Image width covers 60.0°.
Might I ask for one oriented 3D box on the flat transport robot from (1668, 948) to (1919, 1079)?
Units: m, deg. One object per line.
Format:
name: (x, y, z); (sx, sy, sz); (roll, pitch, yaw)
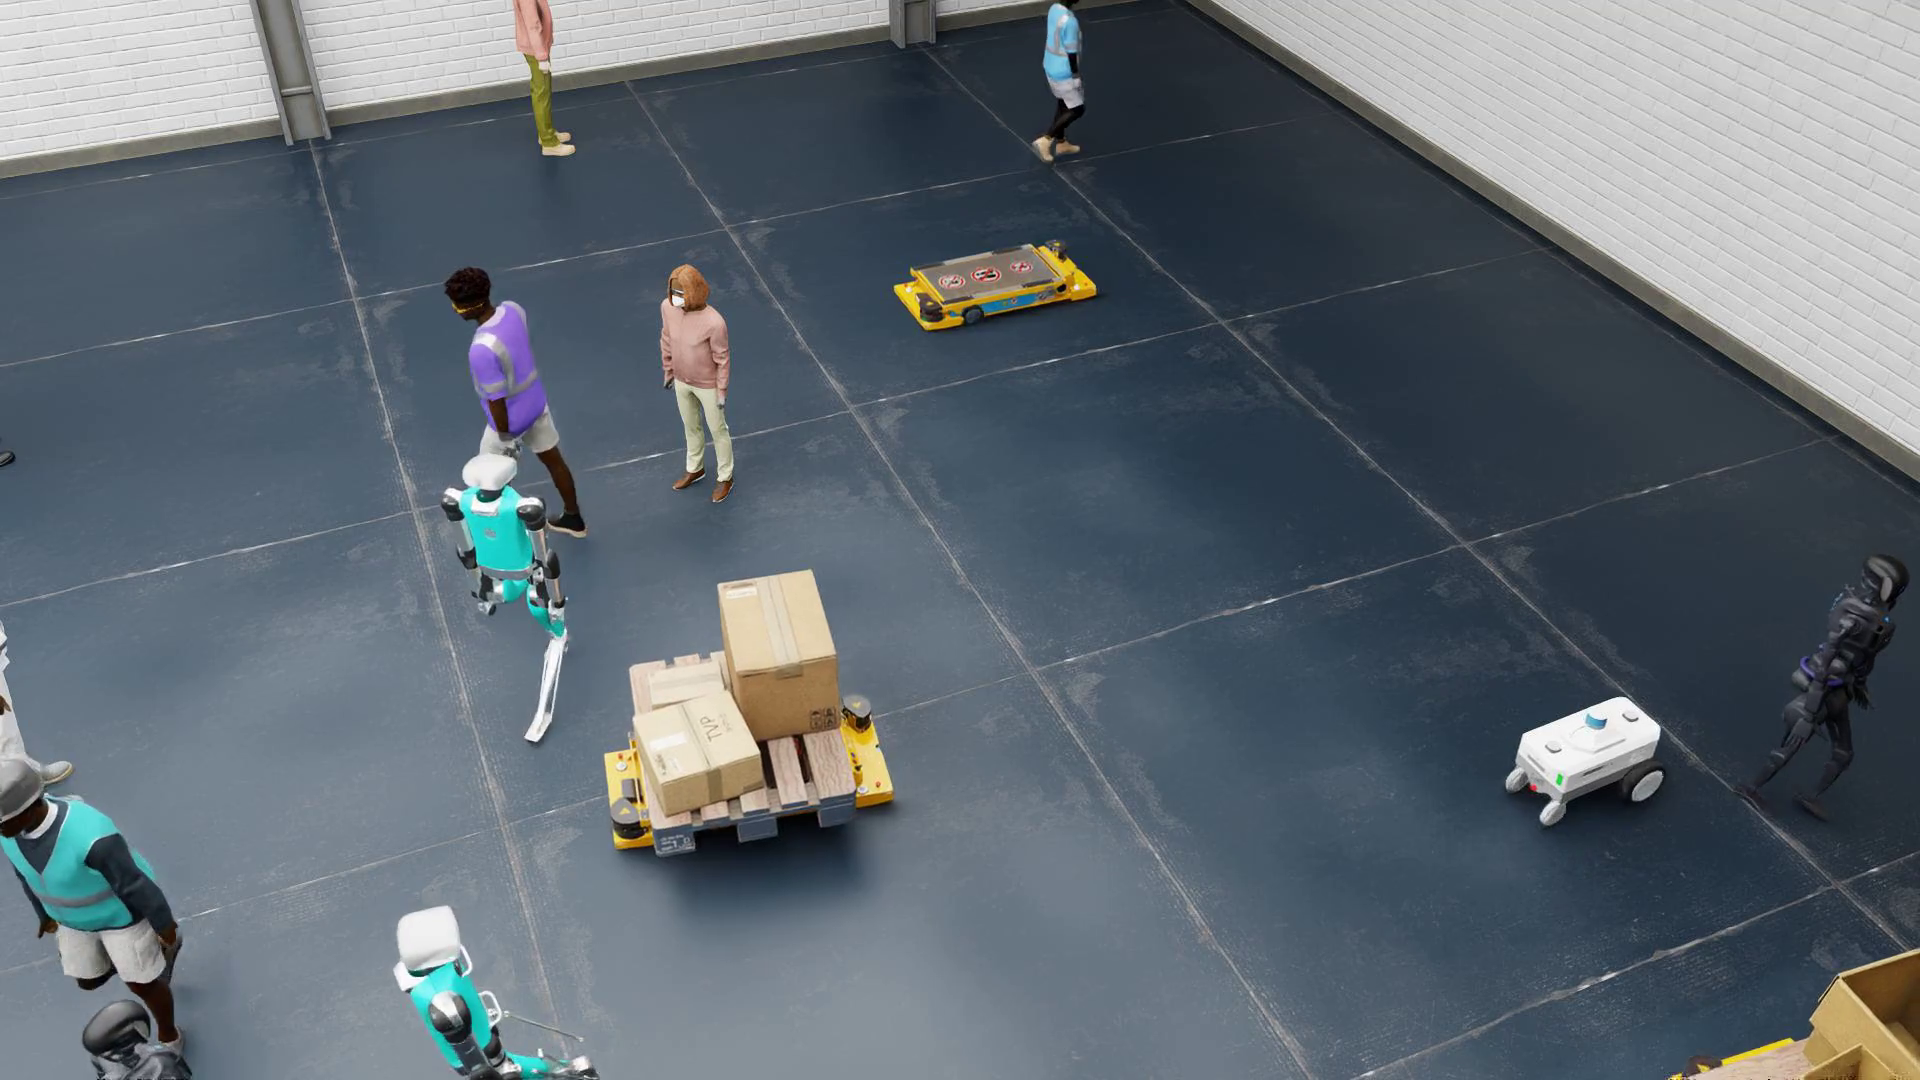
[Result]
flat transport robot: (3.629, 2.678, 6.788); (0.659, 0.231, 1.431); (-12, 39, -15)

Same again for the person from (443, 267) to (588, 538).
person: (-2.775, -0.834, 9.999); (0.937, 1.916, 0.721); (11, 39, 14)

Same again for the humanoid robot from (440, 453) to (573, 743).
humanoid robot: (-2.288, 0.150, 8.923); (0.531, 1.767, 1.030); (6, 38, 8)

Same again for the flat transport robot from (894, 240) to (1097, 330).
flat transport robot: (0.272, -1.968, 12.836); (1.431, 0.231, 0.659); (-14, 40, -18)

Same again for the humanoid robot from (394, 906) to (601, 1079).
humanoid robot: (-1.624, 2.005, 6.524); (0.880, 1.838, 0.535); (-20, 42, -24)

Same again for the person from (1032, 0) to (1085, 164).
person: (0.870, -4.068, 14.401); (0.465, 1.684, 0.553); (-7, 38, -9)

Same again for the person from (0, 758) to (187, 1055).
person: (-3.573, 1.512, 6.965); (0.600, 1.908, 0.653); (5, 38, 6)

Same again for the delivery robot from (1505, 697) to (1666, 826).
delivery robot: (3.239, 1.094, 8.591); (0.745, 0.565, 0.499); (-17, 41, -20)

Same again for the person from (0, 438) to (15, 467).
person: (-6.587, -1.318, 10.621); (0.358, 1.937, 0.544); (-27, 45, -31)

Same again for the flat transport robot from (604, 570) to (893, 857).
flat transport robot: (-1.116, 1.206, 8.704); (1.431, 0.231, 0.659); (-9, 38, -11)

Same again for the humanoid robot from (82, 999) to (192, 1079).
humanoid robot: (-2.913, 2.310, 6.118); (0.600, 1.630, 0.590); (19, 41, 23)

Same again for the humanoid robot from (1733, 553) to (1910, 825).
humanoid robot: (4.266, 0.761, 8.131); (0.584, 1.643, 0.485); (-27, 45, -30)

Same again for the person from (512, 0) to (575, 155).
person: (-3.698, -4.294, 14.580); (0.370, 1.832, 0.524); (-9, 39, -12)

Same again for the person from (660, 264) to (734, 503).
person: (-1.651, -0.987, 10.436); (0.498, 1.633, 0.288); (19, 41, 23)

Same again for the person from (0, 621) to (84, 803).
person: (-4.804, 0.612, 8.154); (0.356, 1.882, 0.574); (-20, 42, -24)
